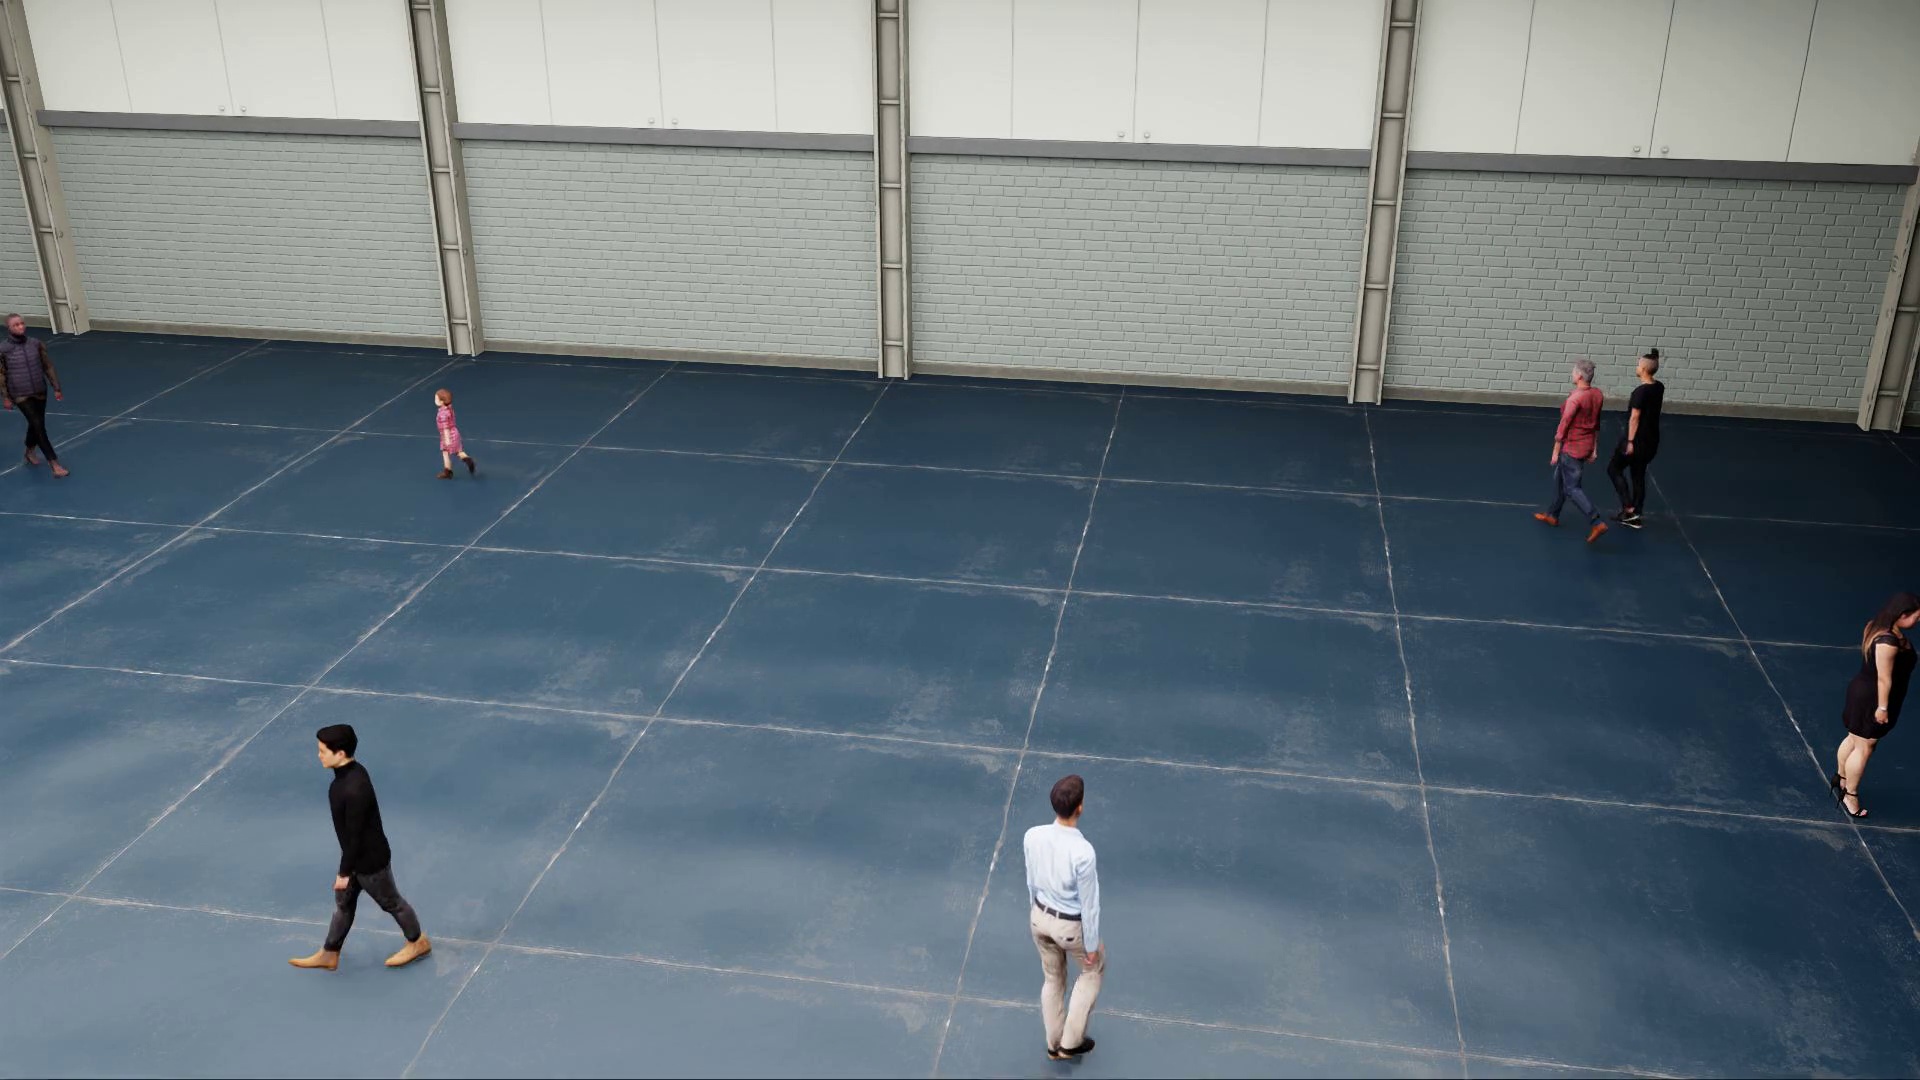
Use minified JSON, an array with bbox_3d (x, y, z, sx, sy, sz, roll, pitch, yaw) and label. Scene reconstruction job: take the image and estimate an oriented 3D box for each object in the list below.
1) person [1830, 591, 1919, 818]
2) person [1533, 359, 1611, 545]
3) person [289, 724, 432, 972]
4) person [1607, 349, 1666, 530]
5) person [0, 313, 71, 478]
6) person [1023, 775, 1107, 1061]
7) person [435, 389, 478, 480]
[{"bbox_3d":[6.488,1.143,11.836,0.636,1.710,0.681,7,24,16],"label":"person"},{"bbox_3d":[6.159,-0.852,16.420,1.185,1.793,1.257,-16,28,-34],"label":"person"},{"bbox_3d":[-3.545,1.887,10.118,1.134,1.686,1.053,-14,27,-30],"label":"person"},{"bbox_3d":[6.900,-0.991,16.674,0.804,1.851,0.850,-20,30,-39],"label":"person"},{"bbox_3d":[-10.180,-1.581,18.138,1.334,1.791,1.080,16,28,33],"label":"person"},{"bbox_3d":[0.539,2.174,9.263,0.700,1.825,0.815,14,27,30],"label":"person"},{"bbox_3d":[-5.522,-1.144,18.103,0.703,1.014,0.511,-1,23,-2],"label":"person"}]
